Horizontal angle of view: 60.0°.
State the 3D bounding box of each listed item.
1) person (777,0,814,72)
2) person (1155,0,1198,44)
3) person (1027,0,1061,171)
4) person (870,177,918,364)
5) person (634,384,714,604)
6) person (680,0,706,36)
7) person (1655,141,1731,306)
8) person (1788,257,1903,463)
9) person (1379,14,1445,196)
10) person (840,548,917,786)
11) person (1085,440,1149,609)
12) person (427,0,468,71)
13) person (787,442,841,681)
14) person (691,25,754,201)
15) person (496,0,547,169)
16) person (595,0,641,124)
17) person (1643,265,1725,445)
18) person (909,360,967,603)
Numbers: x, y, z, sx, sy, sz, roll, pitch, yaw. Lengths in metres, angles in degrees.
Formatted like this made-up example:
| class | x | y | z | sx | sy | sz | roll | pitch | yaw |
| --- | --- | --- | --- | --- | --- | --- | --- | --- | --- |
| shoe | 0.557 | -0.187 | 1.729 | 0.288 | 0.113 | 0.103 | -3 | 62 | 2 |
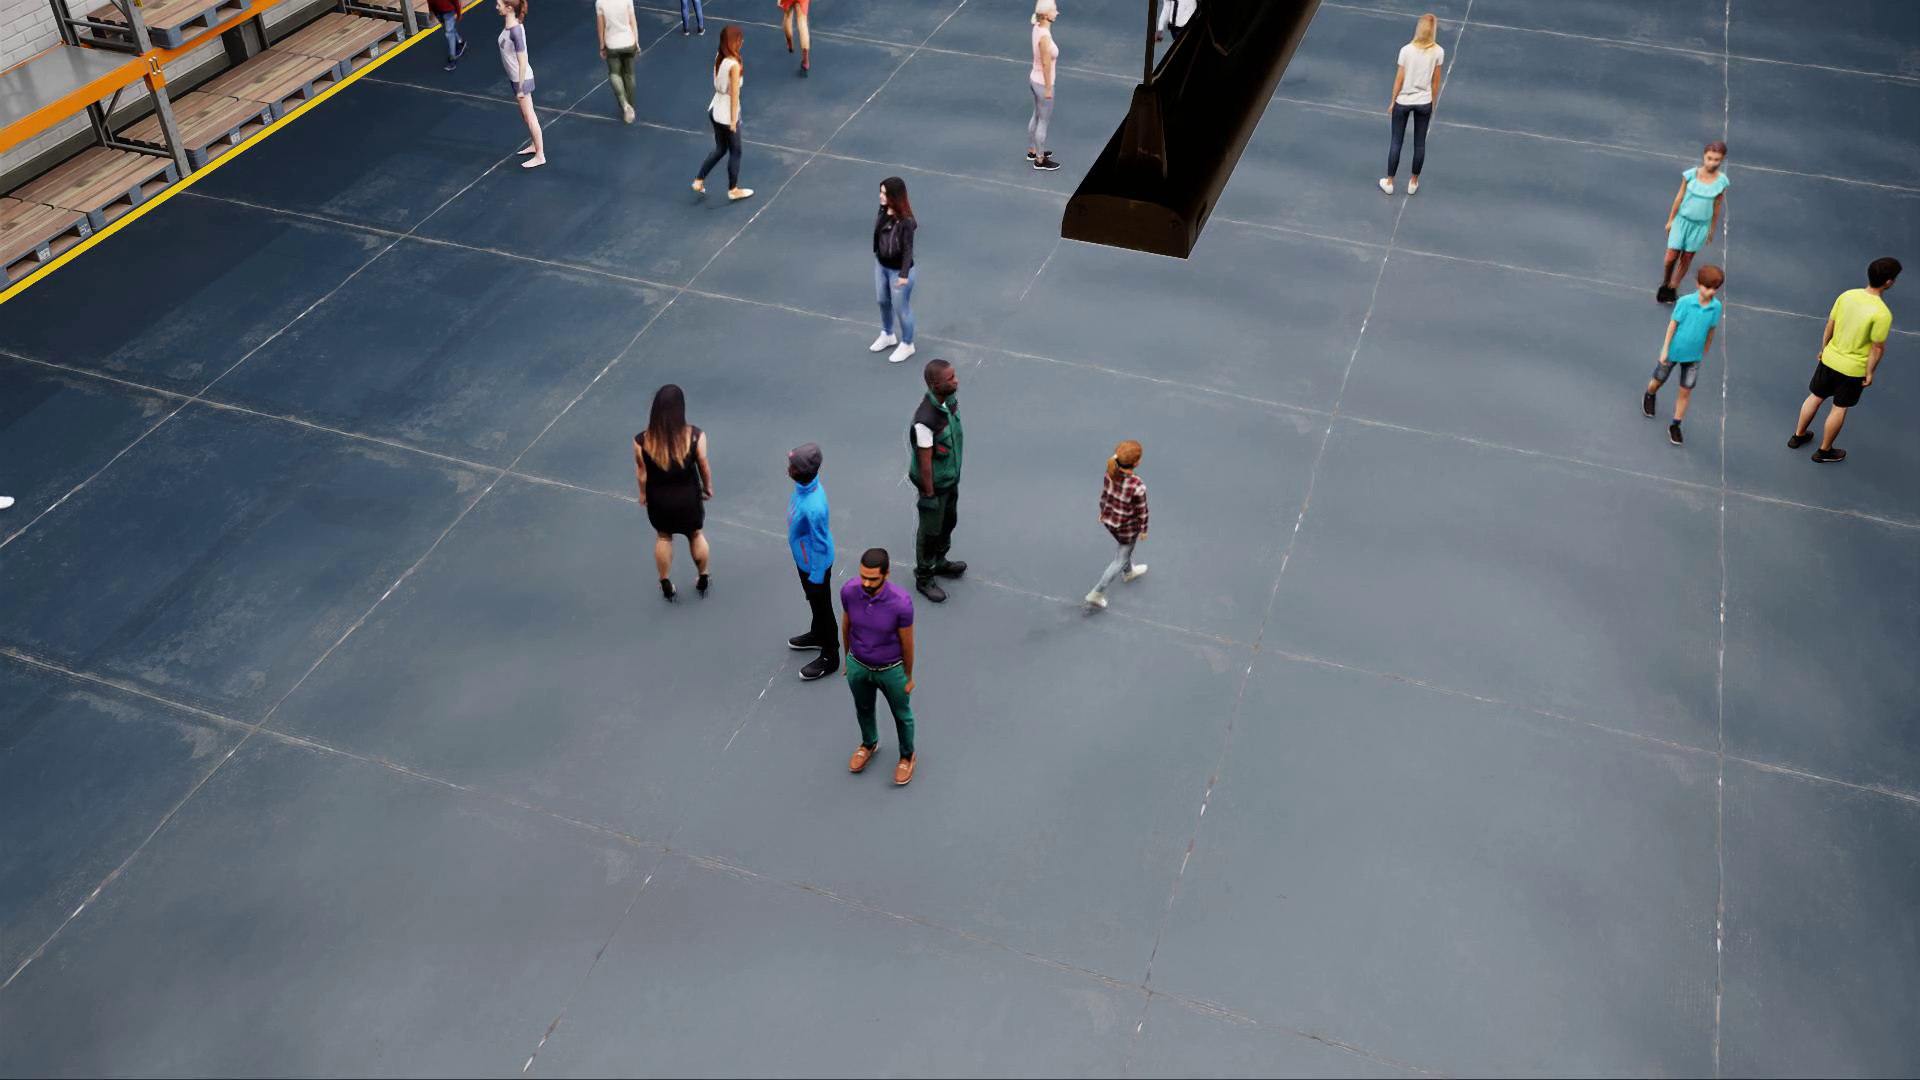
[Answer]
| class | x | y | z | sx | sy | sz | roll | pitch | yaw |
| --- | --- | --- | --- | --- | --- | --- | --- | --- | --- |
| person | -1.831 | -6.084 | 18.617 | 1.040 | 1.670 | 1.230 | -8 | 39 | -10 |
| person | 2.436 | -5.341 | 17.594 | 1.322 | 1.785 | 1.165 | -22 | 44 | -25 |
| person | 0.824 | -4.593 | 16.705 | 0.706 | 1.726 | 0.612 | -7 | 39 | -9 |
| person | -0.521 | -2.268 | 13.868 | 0.753 | 1.633 | 0.732 | -25 | 45 | -28 |
| person | -1.929 | -0.283 | 11.324 | 0.759 | 1.707 | 0.780 | -8 | 39 | -10 |
| person | -3.202 | -6.537 | 19.633 | 0.507 | 1.110 | 0.547 | -3 | 39 | -3 |
| person | 6.438 | -2.810 | 14.612 | 0.567 | 1.552 | 0.575 | 15 | 41 | 18 |
| person | 6.775 | -1.383 | 12.700 | 0.745 | 1.708 | 0.693 | -18 | 42 | -21 |
| person | 4.413 | -4.226 | 16.181 | 0.643 | 1.807 | 0.593 | 3 | 39 | 3 |
| person | -0.480 | 0.731 | 10.007 | 0.603 | 1.766 | 0.522 | 13 | 41 | 16 |
| person | 1.079 | -0.105 | 11.433 | 0.973 | 1.292 | 0.800 | -28 | 46 | -30 |
| person | -5.832 | -6.050 | 18.910 | 0.509 | 1.251 | 0.851 | 13 | 40 | 15 |
| person | -0.938 | 0.117 | 10.753 | 0.756 | 1.793 | 0.673 | -11 | 40 | -14 |
| person | -2.336 | -4.075 | 16.032 | 0.976 | 1.756 | 0.900 | -21 | 43 | -24 |
| person | -4.420 | -4.653 | 16.747 | 0.736 | 1.767 | 0.663 | -11 | 40 | -14 |
| person | -3.565 | -5.147 | 17.473 | 0.896 | 1.633 | 1.001 | -11 | 40 | -14 |
| person | 5.679 | -1.531 | 13.105 | 0.604 | 1.433 | 0.885 | 7 | 39 | 9 |
| person | -0.174 | -0.426 | 11.397 | 0.777 | 1.839 | 0.530 | 15 | 41 | 18 |
